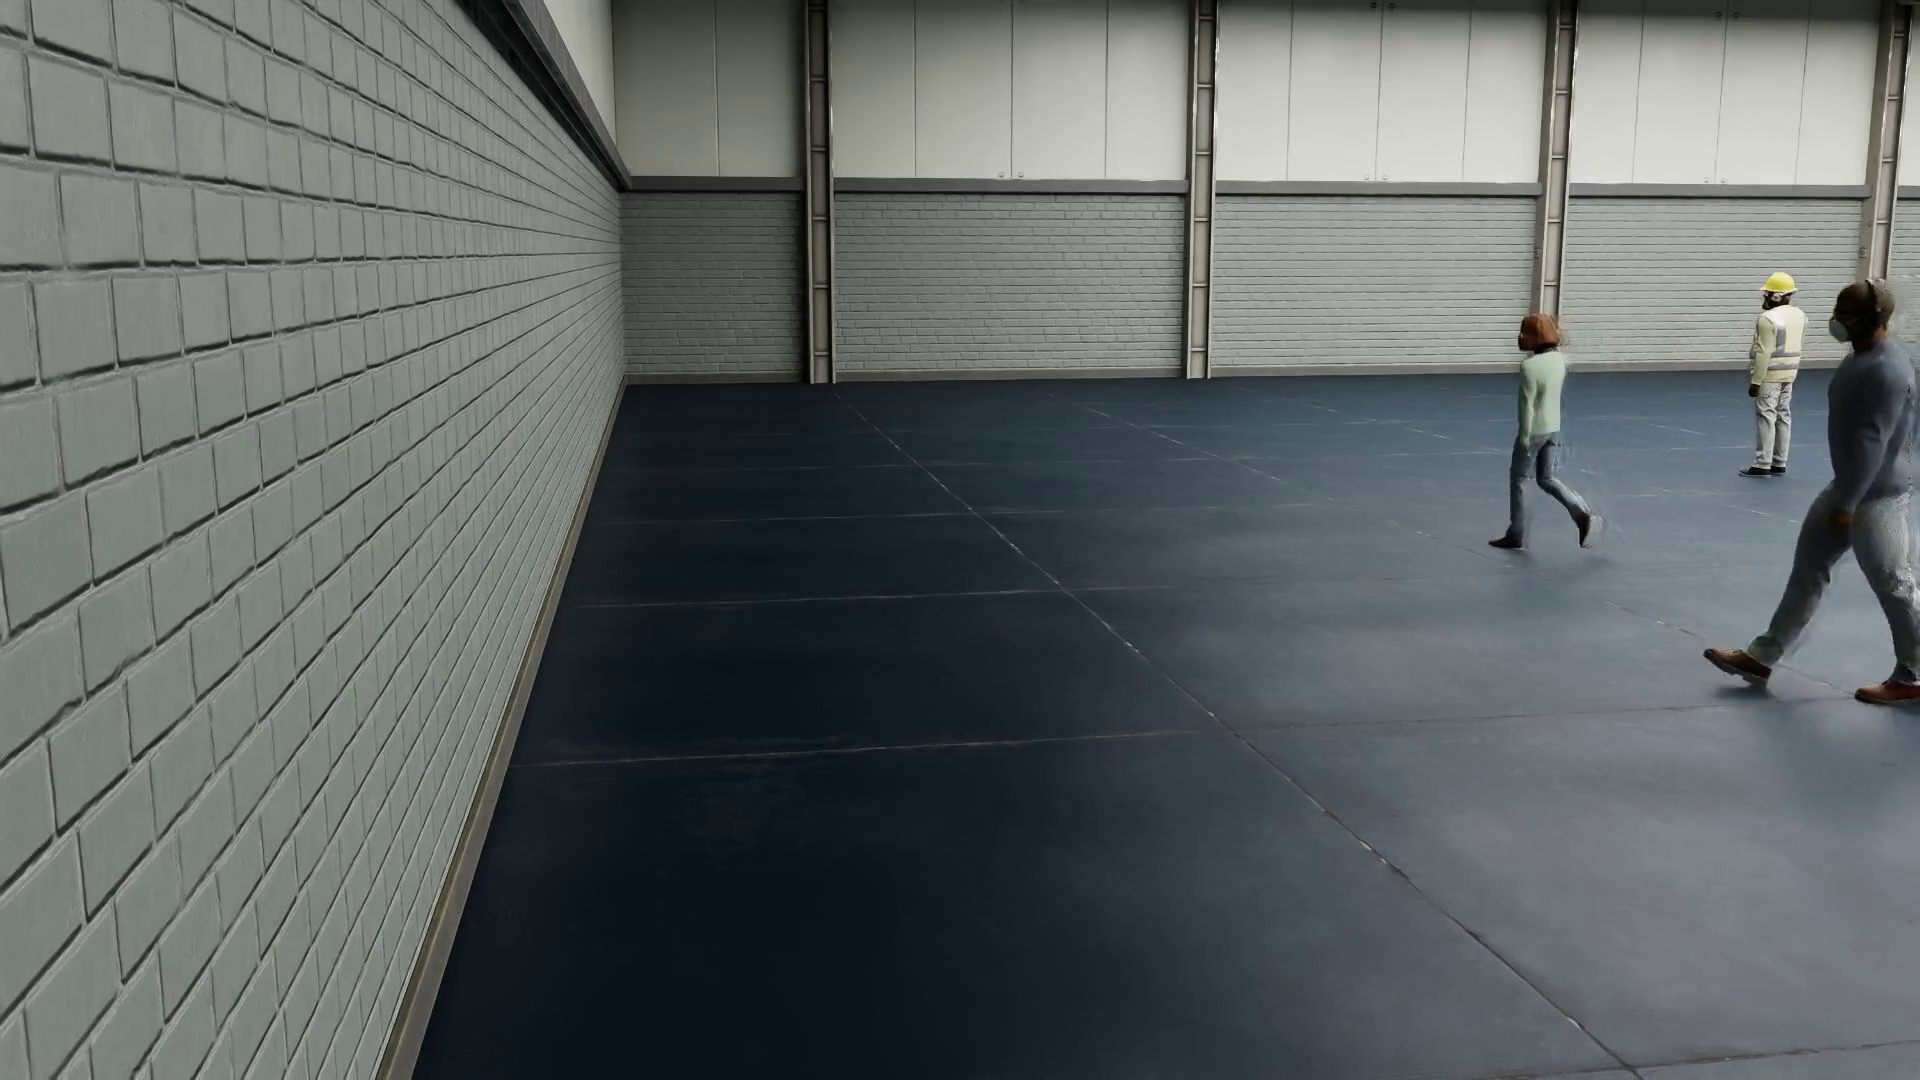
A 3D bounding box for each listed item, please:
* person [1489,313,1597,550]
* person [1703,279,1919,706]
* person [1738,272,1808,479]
[{"bbox_3d":[3.920,-0.707,11.126,0.508,1.613,0.643,-8,12,-37],"label":"person"},{"bbox_3d":[3.921,-0.205,7.441,0.991,1.889,0.672,2,10,13],"label":"person"},{"bbox_3d":[7.263,-1.464,14.867,0.600,1.832,0.404,-6,12,-32],"label":"person"}]
